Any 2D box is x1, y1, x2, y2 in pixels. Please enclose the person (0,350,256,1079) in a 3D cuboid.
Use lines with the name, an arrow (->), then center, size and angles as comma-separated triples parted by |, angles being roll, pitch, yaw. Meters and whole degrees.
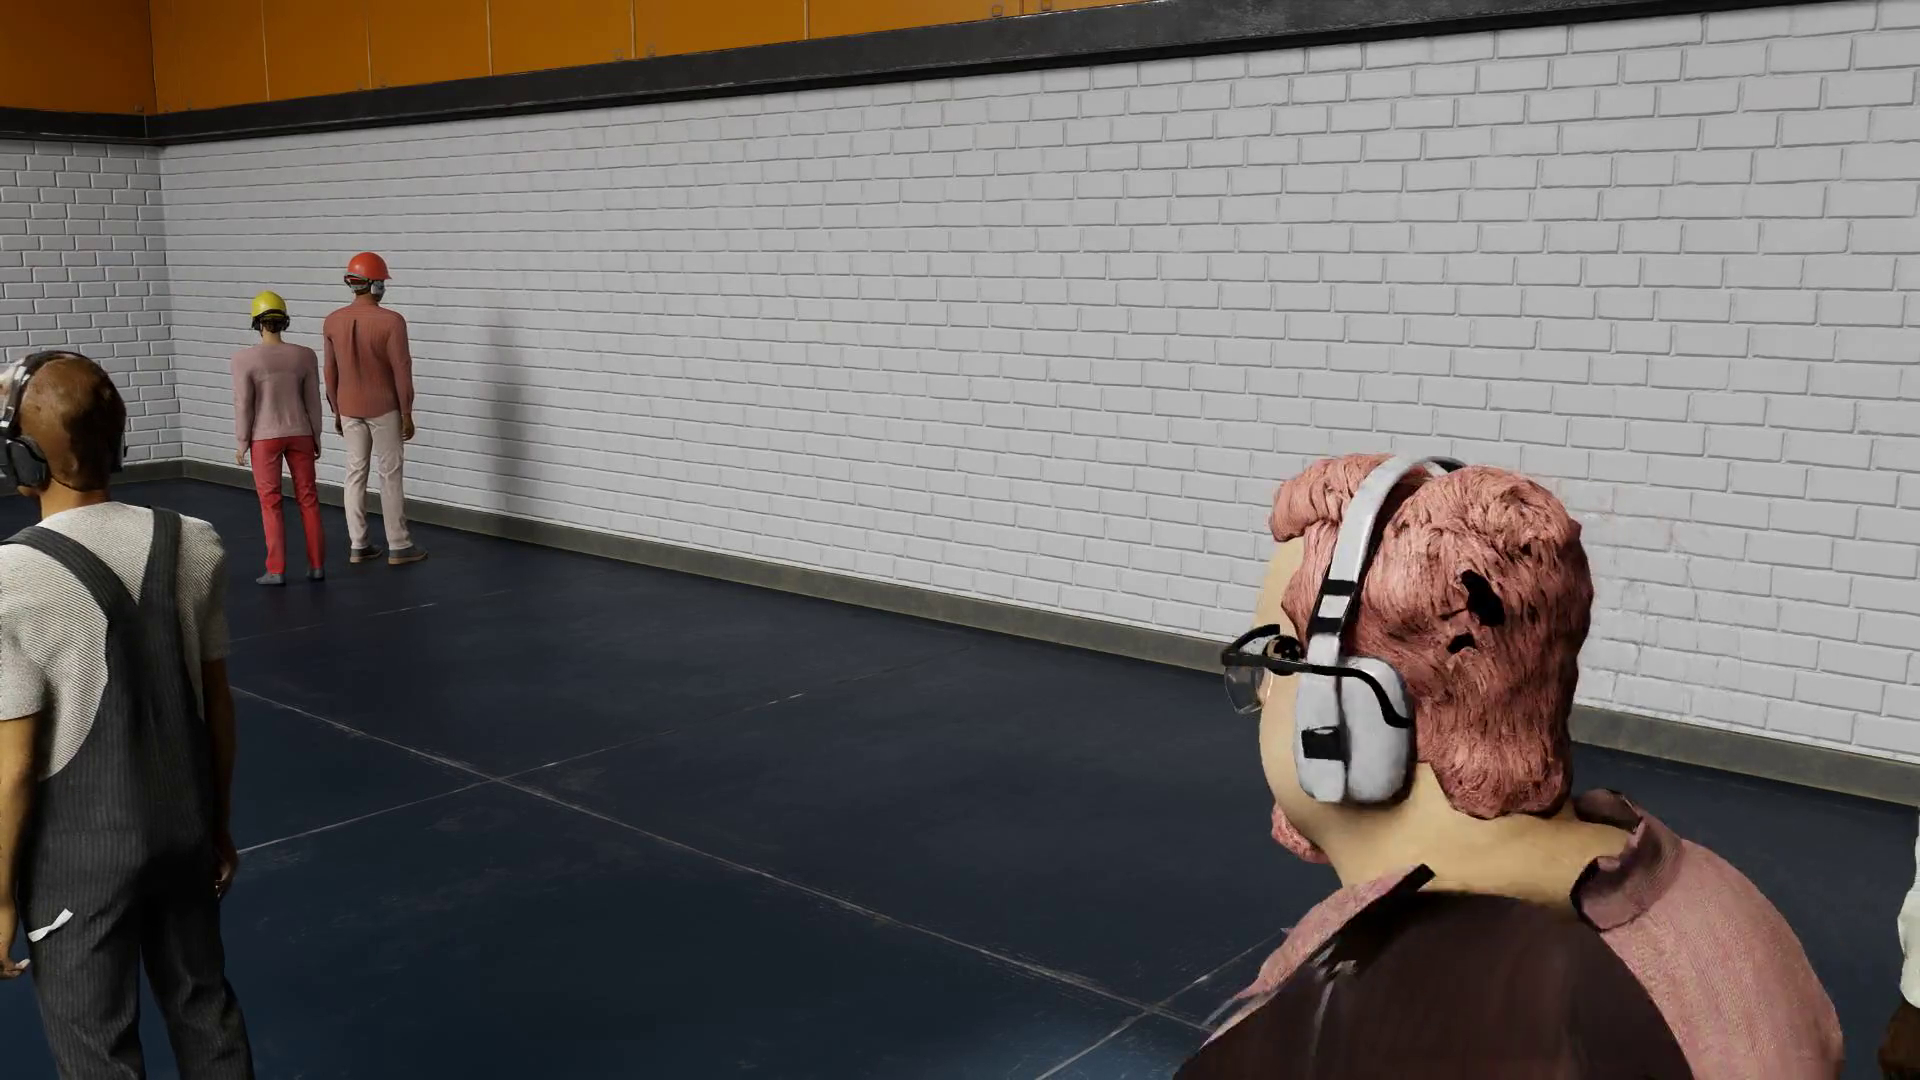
person -> -1.546, 0.580, 3.035 | 0.343, 1.847, 0.506 | 5, 11, 27

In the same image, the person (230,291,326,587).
person -> -4.094, -0.603, 9.993 | 0.528, 1.767, 0.330 | -9, 14, -43

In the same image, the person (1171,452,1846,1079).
person -> 0.365, 0.883, 1.195 | 0.661, 1.892, 0.460 | -7, 12, -34

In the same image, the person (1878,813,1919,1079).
person -> 1.611, 0.620, 2.423 | 0.618, 1.983, 0.421 | -3, 11, -18

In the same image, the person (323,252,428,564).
person -> -3.770, -0.840, 10.690 | 0.612, 1.995, 0.393 | 3, 10, 16
